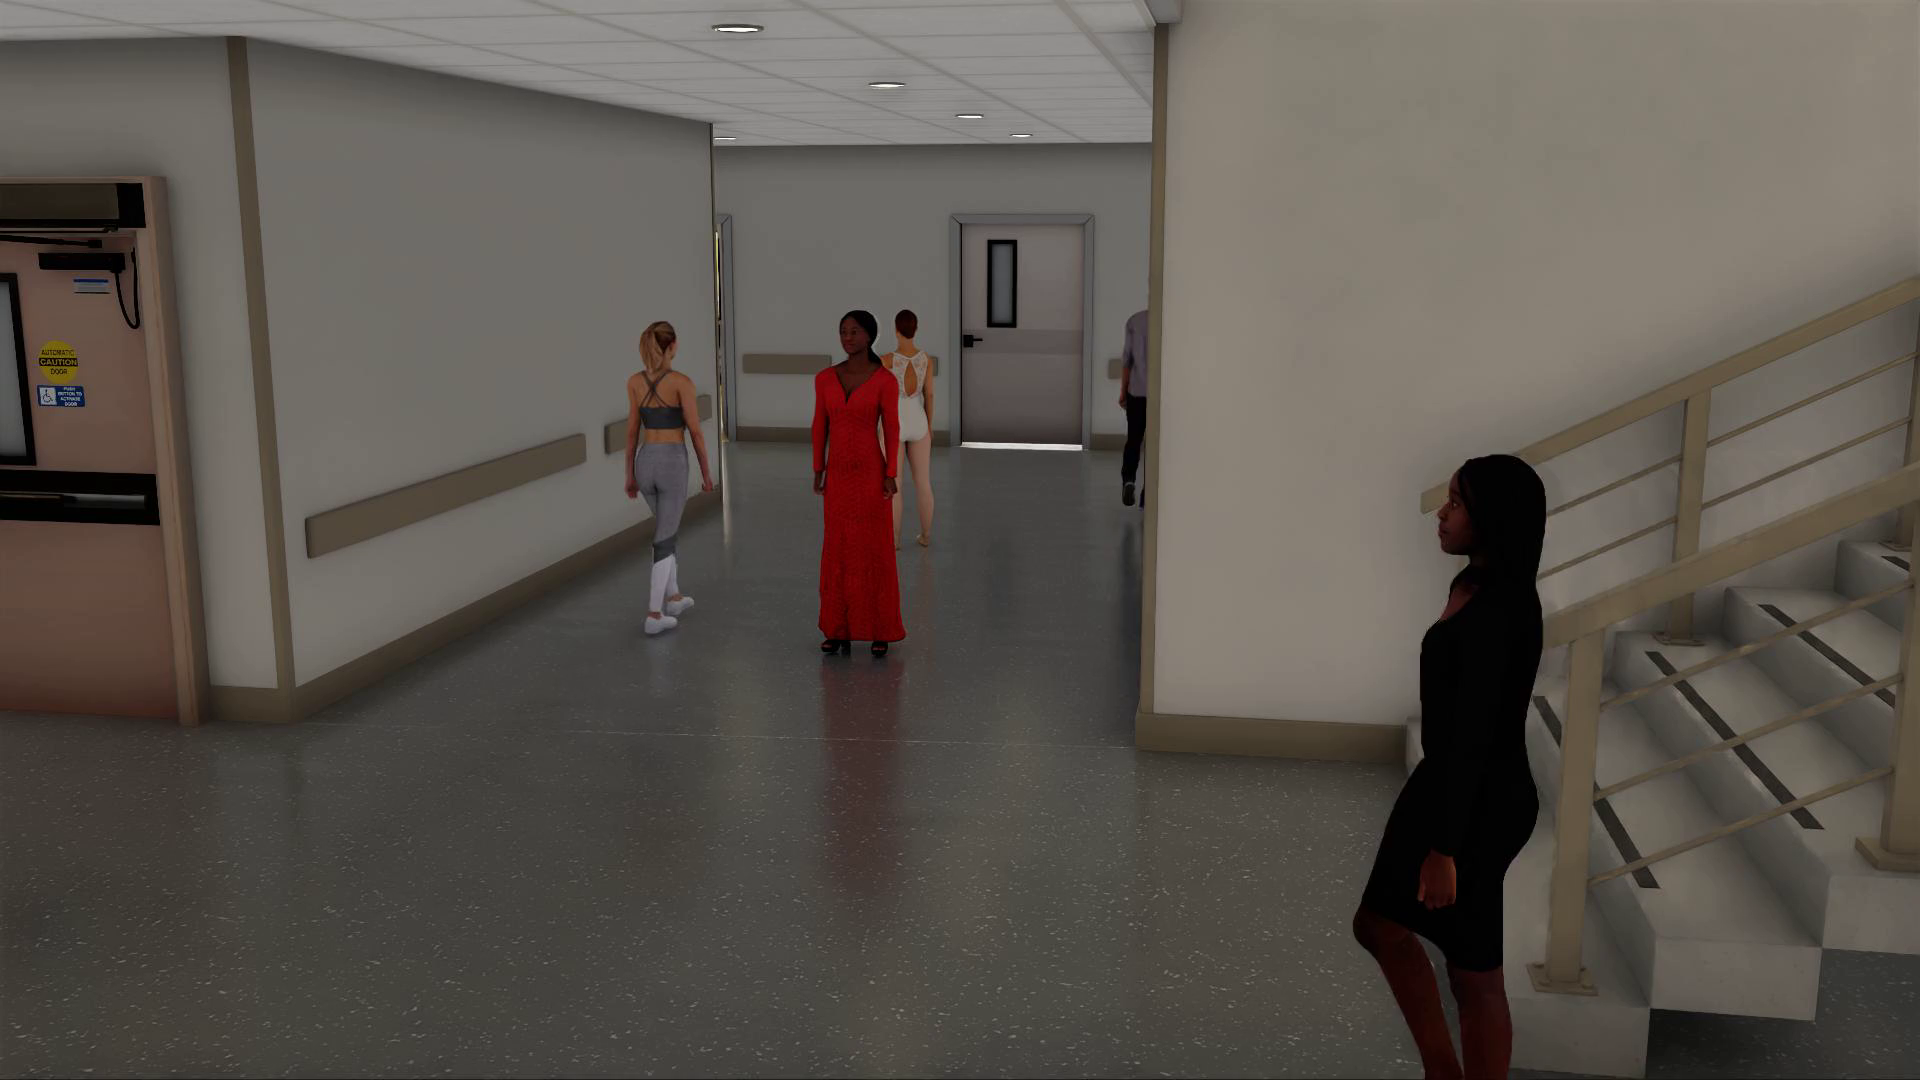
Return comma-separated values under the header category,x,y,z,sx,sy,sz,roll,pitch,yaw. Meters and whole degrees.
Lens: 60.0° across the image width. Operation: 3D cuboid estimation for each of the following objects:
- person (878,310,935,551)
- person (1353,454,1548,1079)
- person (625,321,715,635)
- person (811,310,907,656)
category,x,y,z,sx,sy,sz,roll,pitch,yaw
person,-0.371,-0.761,11.453,0.590,1.644,0.679,-5,12,-26
person,1.237,0.659,3.782,0.577,1.713,0.613,2,11,10
person,-1.660,-0.319,9.026,0.827,1.680,0.736,4,12,22
person,-0.522,-0.292,8.603,0.533,1.784,0.687,3,11,13
